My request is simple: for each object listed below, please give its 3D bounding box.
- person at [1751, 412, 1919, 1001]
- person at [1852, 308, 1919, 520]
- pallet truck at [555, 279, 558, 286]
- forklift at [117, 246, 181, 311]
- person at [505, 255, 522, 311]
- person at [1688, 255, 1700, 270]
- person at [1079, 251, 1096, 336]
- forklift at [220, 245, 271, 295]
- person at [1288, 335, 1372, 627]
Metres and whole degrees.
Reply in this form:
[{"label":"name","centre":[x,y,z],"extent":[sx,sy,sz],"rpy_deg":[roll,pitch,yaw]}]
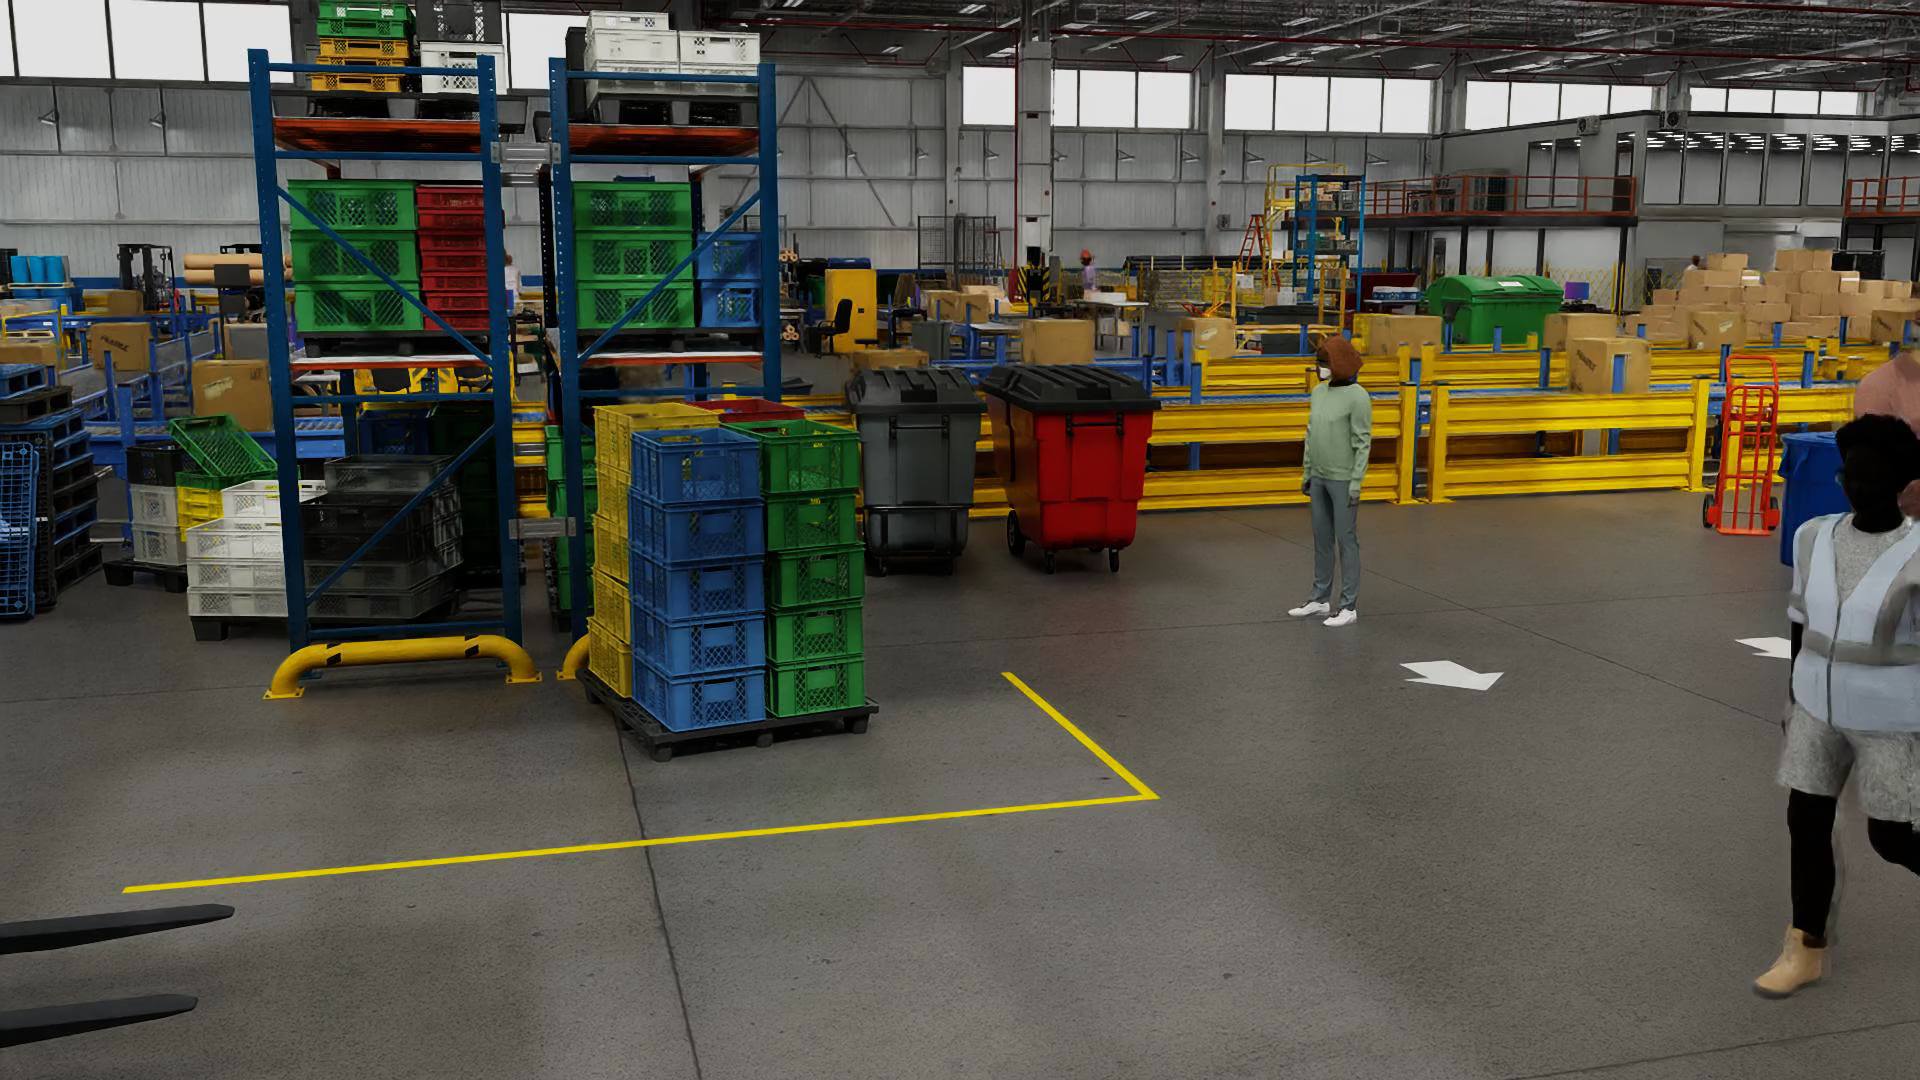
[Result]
[{"label":"person","centre":[2.604,0.470,4.688],"extent":[0.643,1.676,0.539],"rpy_deg":[-5,11,-26]},{"label":"person","centre":[4.452,-0.143,7.623],"extent":[0.679,1.869,0.911],"rpy_deg":[-1,10,-3]},{"label":"pallet truck","centre":[-10.604,-6.375,44.520],"extent":[0.653,1.274,1.630],"rpy_deg":[-3,10,-15]},{"label":"forklift","centre":[-19.966,-6.232,40.894],"extent":[1.157,1.987,2.680],"rpy_deg":[-3,10,-15]},{"label":"person","centre":[-11.903,-6.574,43.937],"extent":[0.643,1.908,0.399],"rpy_deg":[-7,12,-36]},{"label":"person","centre":[21.799,-7.525,49.428],"extent":[0.423,1.868,0.607],"rpy_deg":[1,10,6]},{"label":"person","centre":[2.957,-5.827,39.383],"extent":[0.681,2.017,0.633],"rpy_deg":[4,11,19]},{"label":"forklift","centre":[-17.749,-6.334,41.440],"extent":[1.157,1.987,2.680],"rpy_deg":[-3,10,-17]},{"label":"person","centre":[2.102,-0.333,9.372],"extent":[0.287,1.633,0.497],"rpy_deg":[-5,11,-26]}]
